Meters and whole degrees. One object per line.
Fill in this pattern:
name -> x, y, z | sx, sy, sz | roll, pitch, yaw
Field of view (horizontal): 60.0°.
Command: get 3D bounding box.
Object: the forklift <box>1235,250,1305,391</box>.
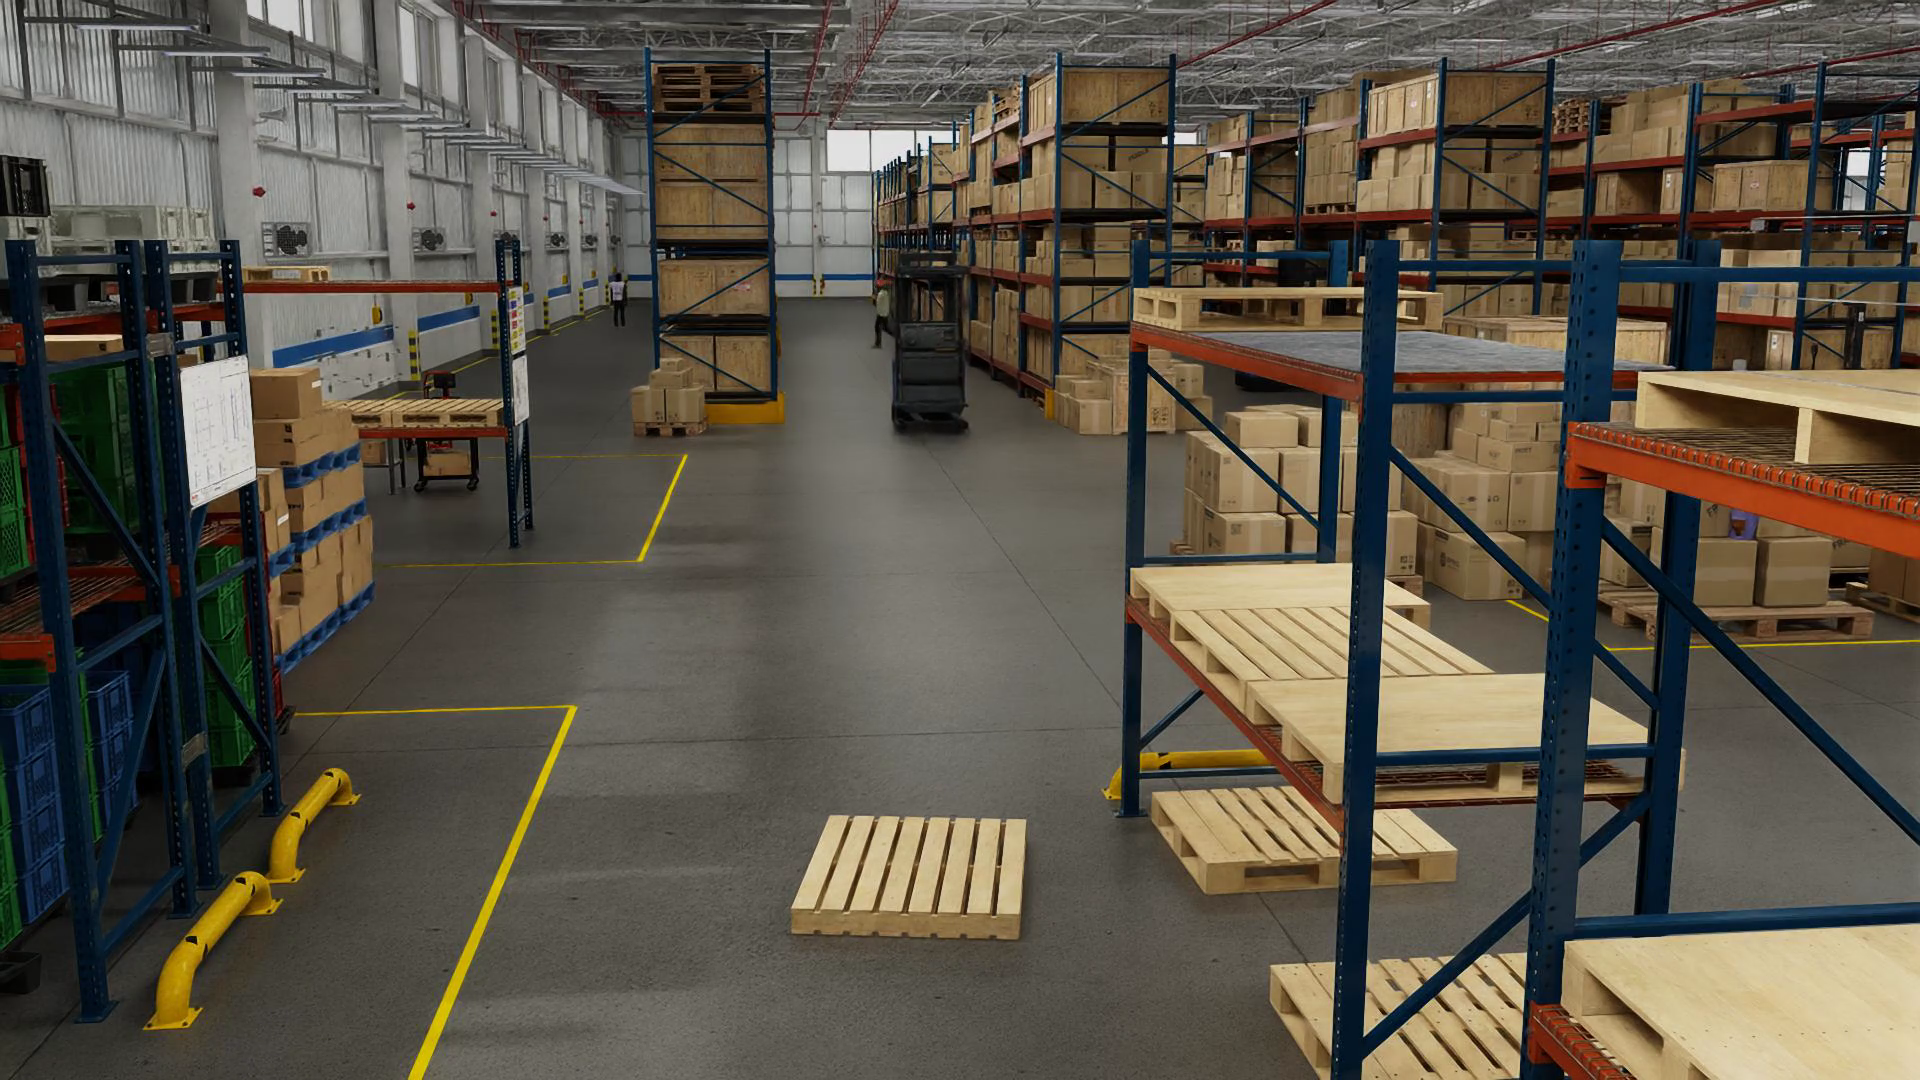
forklift -> 6.625, -4.453, 33.609 | 1.873, 2.768, 1.129 | -1, 10, -6

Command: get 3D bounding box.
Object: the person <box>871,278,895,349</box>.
person -> -2.112, -6.326, 46.506 | 0.766, 1.978, 0.623 | 4, 11, 21

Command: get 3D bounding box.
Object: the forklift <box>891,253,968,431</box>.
forklift -> -0.531, -3.256, 26.977 | 1.129, 2.768, 1.873 | -1, 10, -6

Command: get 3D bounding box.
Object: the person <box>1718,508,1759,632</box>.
person -> 6.133, -0.239, 12.925 | 0.591, 1.920, 0.393 | -10, 14, -43

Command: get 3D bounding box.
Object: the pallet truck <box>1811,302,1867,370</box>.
pallet truck -> 15.846, -3.142, 28.793 | 1.885, 1.965, 0.823 | 2, 10, 12

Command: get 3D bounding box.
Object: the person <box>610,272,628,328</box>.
person -> -11.774, -8.259, 57.361 | 0.590, 1.919, 0.397 | 3, 11, 14
